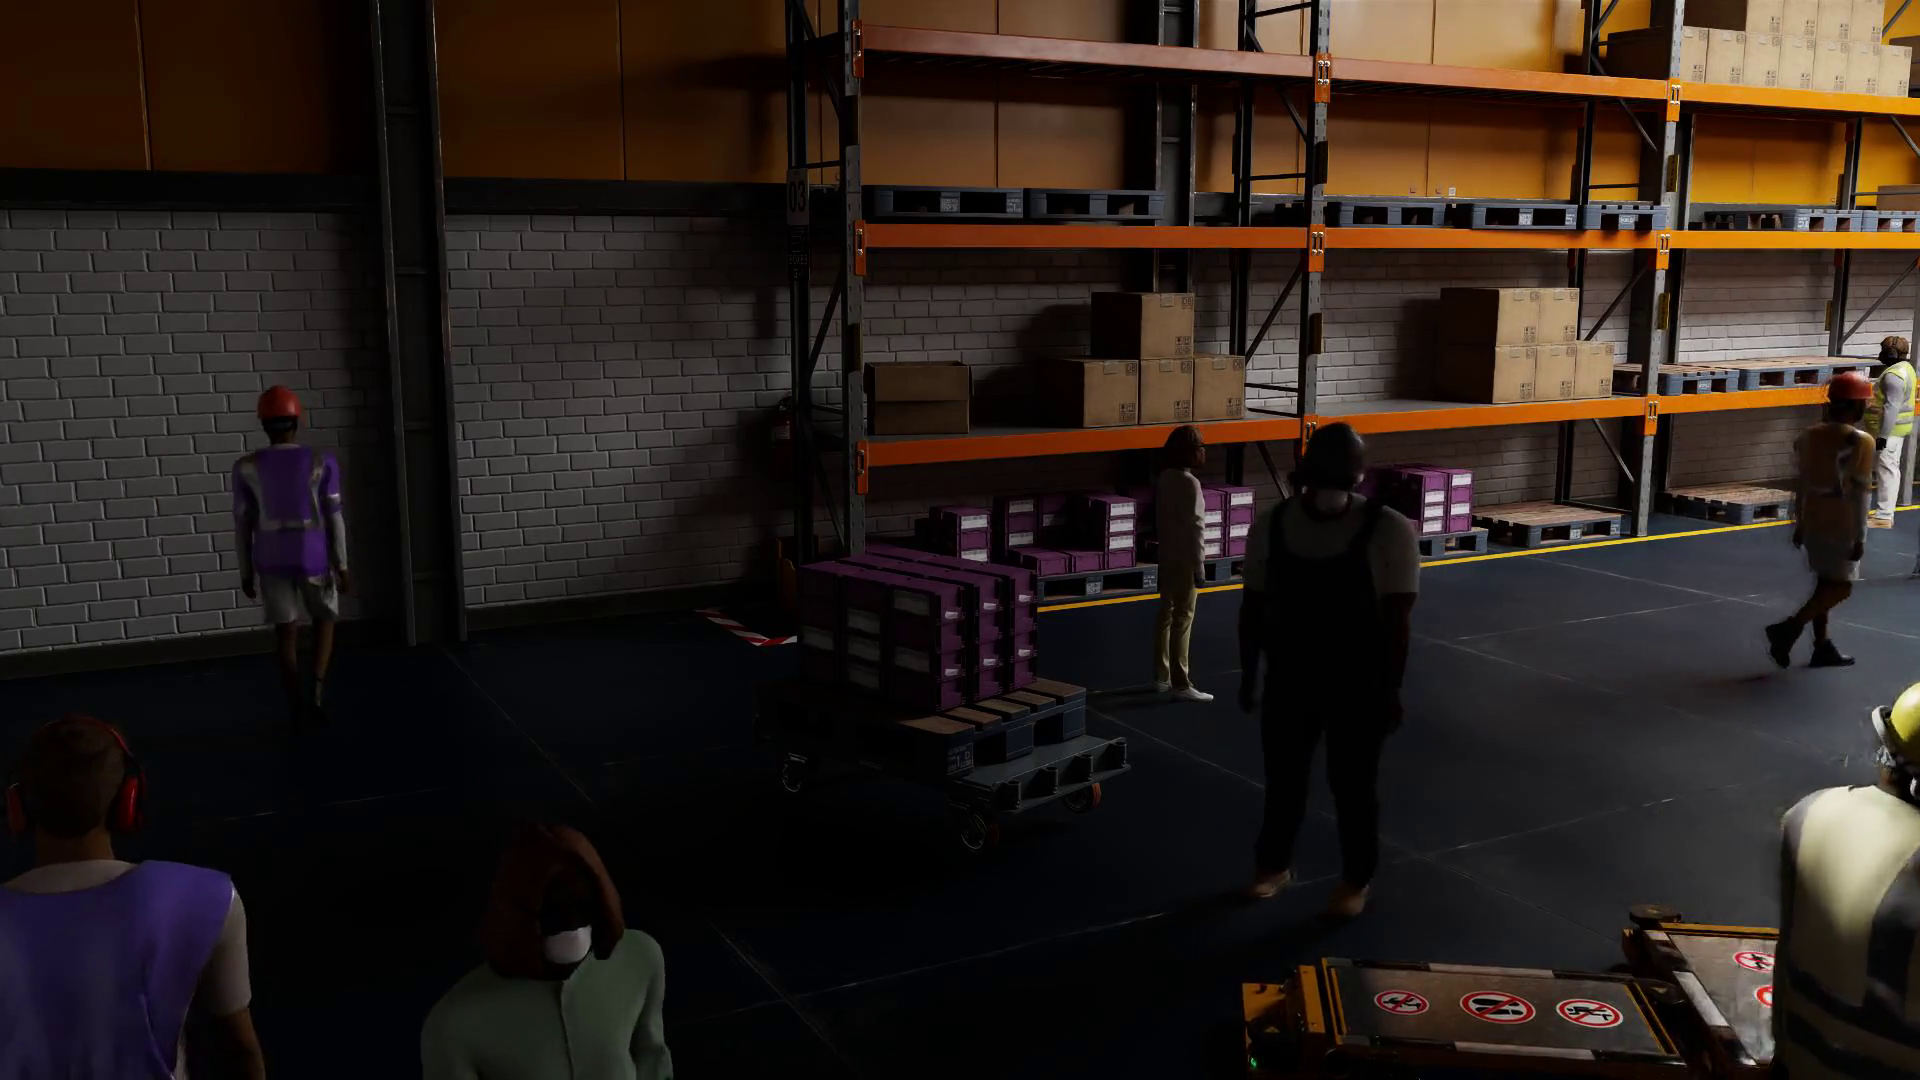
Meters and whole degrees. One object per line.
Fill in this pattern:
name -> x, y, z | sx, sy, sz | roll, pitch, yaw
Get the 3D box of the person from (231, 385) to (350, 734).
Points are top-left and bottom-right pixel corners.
person -> -3.658, 0.114, 9.119 | 0.582, 1.921, 0.404 | -3, 10, -17

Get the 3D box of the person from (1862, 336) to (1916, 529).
person -> 8.892, -1.032, 15.961 | 0.429, 1.843, 0.632 | 7, 12, 36

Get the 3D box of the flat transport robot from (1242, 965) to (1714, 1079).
flat transport robot -> 1.644, 1.593, 5.362 | 1.431, 0.197, 0.652 | 1, 10, 8

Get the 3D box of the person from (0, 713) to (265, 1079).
person -> -1.637, 1.215, 3.197 | 0.575, 1.780, 0.992 | -4, 11, -23

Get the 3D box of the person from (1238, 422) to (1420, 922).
person -> 1.428, 0.504, 6.541 | 0.723, 2.000, 0.572 | 5, 11, 28

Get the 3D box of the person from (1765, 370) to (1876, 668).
person -> 5.390, -0.099, 10.399 | 0.720, 1.920, 0.549 | -3, 10, -17

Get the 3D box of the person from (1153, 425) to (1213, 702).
person -> 1.315, 0.134, 9.843 | 0.278, 1.634, 0.498 | -3, 10, -17

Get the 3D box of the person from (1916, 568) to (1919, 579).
person -> 8.204, -0.620, 13.362 | 0.968, 1.919, 0.633 | -2, 10, -14

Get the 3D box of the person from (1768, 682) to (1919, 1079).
person -> 1.911, 1.150, 3.561 | 0.784, 1.795, 0.603 | -2, 10, -9

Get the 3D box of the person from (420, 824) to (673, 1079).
person -> -0.750, 1.302, 3.153 | 0.545, 1.611, 0.561 | -8, 13, -38

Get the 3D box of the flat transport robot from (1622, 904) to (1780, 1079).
flat transport robot -> 2.705, 1.571, 5.489 | 0.652, 0.197, 1.431 | 1, 10, 8
